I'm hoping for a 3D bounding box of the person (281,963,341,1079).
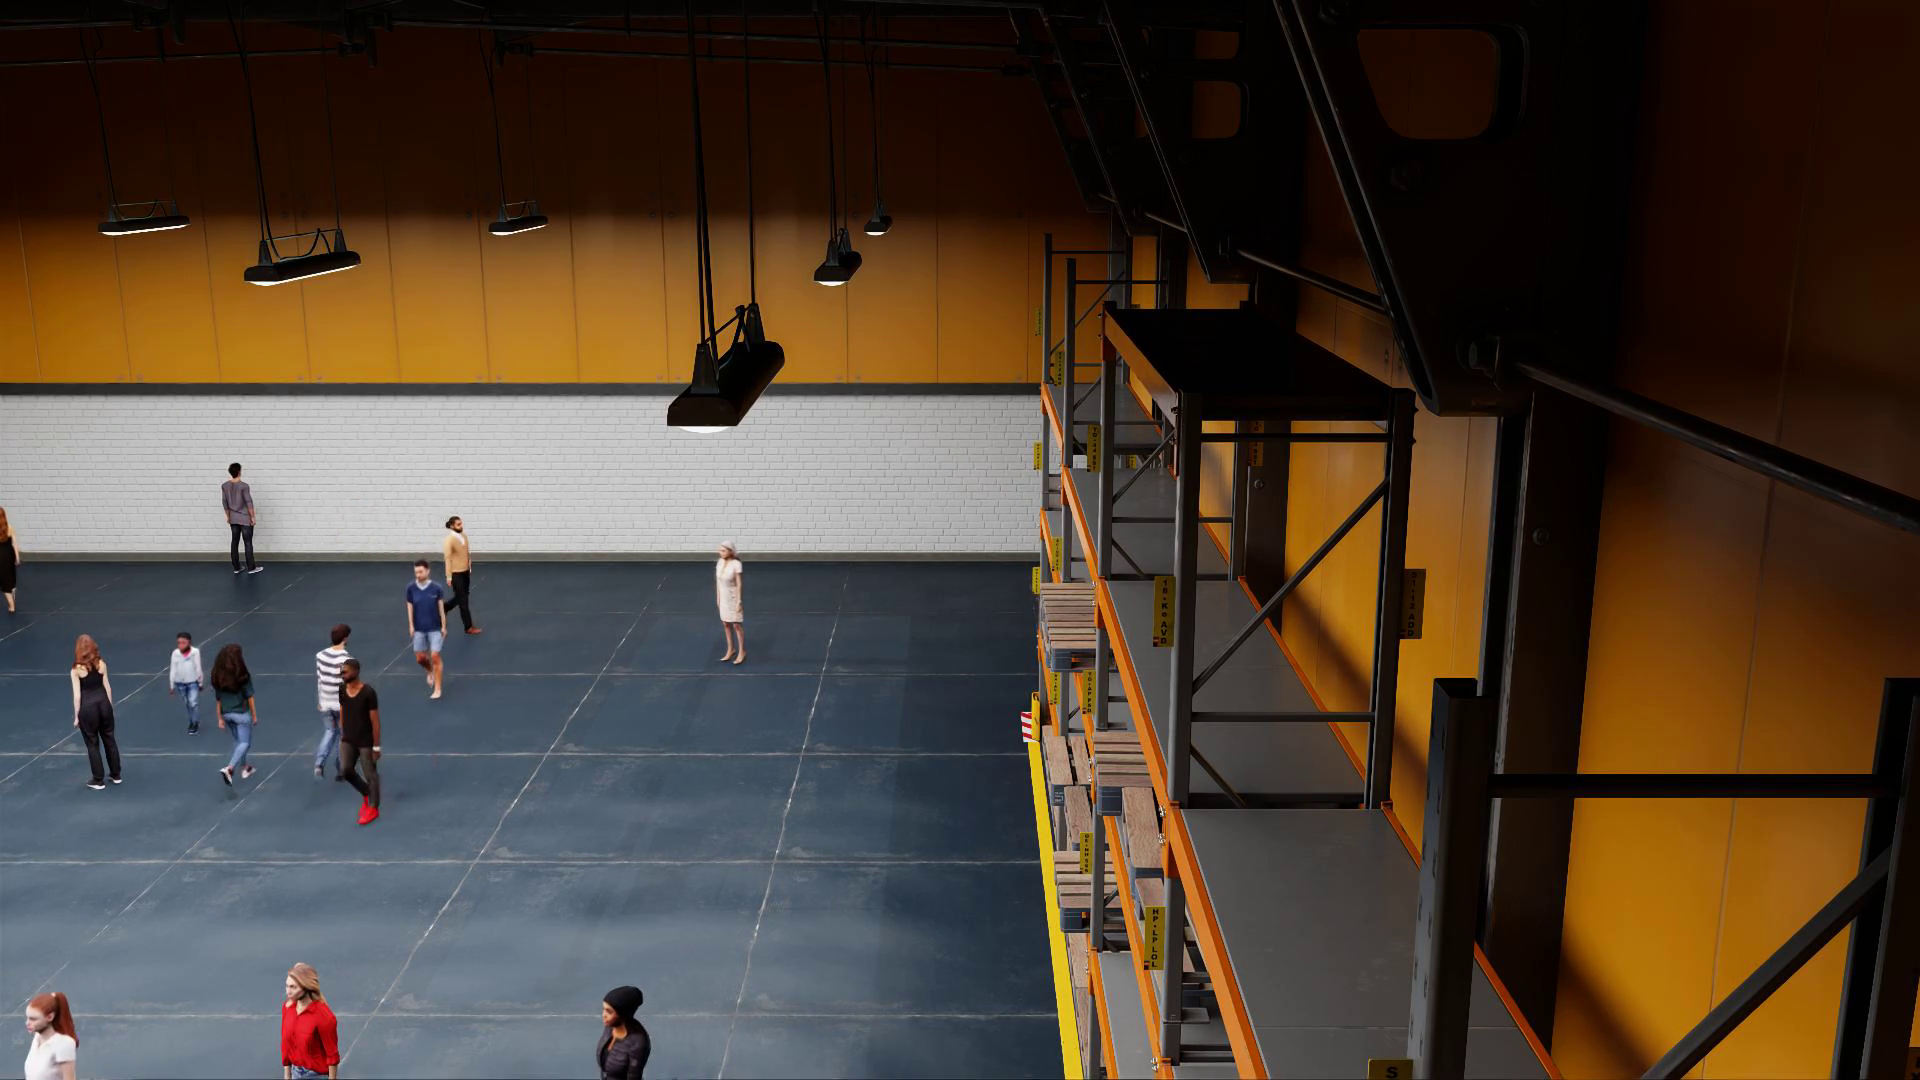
[{"bbox_3d":[-4.385,3.651,11.282,0.679,1.705,0.639,5,15,21],"label":"person"}]

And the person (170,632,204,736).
[{"bbox_3d":[-9.401,1.709,20.291,0.505,1.240,0.705,-1,14,-4],"label":"person"}]

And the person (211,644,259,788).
[{"bbox_3d":[-8.057,1.967,18.464,0.619,1.598,0.982,1,14,3],"label":"person"}]

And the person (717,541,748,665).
[{"bbox_3d":[-3.133,0.847,22.810,0.696,1.730,0.741,10,17,37],"label":"person"}]

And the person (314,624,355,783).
[{"bbox_3d":[-6.950,1.863,18.420,0.795,1.822,0.881,2,14,10],"label":"person"}]

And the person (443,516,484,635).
[{"bbox_3d":[-7.361,0.509,24.202,0.927,1.731,1.104,4,14,17],"label":"person"}]

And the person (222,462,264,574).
[{"bbox_3d":[-11.940,-0.372,27.577,0.716,1.856,0.611,3,14,11],"label":"person"}]

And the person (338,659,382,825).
[{"bbox_3d":[-6.263,2.085,17.568,0.777,1.792,0.772,5,14,18],"label":"person"}]

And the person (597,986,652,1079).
[{"bbox_3d":[-2.108,3.722,10.932,0.812,1.733,0.872,13,19,43],"label":"person"}]

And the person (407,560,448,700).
[{"bbox_3d":[-6.851,1.114,21.505,0.660,1.824,0.835,-1,14,-5],"label":"person"}]

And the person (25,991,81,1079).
[{"bbox_3d":[-5.810,3.737,10.886,0.876,1.724,0.997,10,17,35],"label":"person"}]

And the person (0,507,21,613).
[{"bbox_3d":[-14.514,0.327,25.265,0.990,1.586,1.087,-12,18,-40],"label":"person"}]

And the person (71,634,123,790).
[{"bbox_3d":[-9.606,1.892,18.461,0.720,1.746,0.624,9,16,34],"label":"person"}]
